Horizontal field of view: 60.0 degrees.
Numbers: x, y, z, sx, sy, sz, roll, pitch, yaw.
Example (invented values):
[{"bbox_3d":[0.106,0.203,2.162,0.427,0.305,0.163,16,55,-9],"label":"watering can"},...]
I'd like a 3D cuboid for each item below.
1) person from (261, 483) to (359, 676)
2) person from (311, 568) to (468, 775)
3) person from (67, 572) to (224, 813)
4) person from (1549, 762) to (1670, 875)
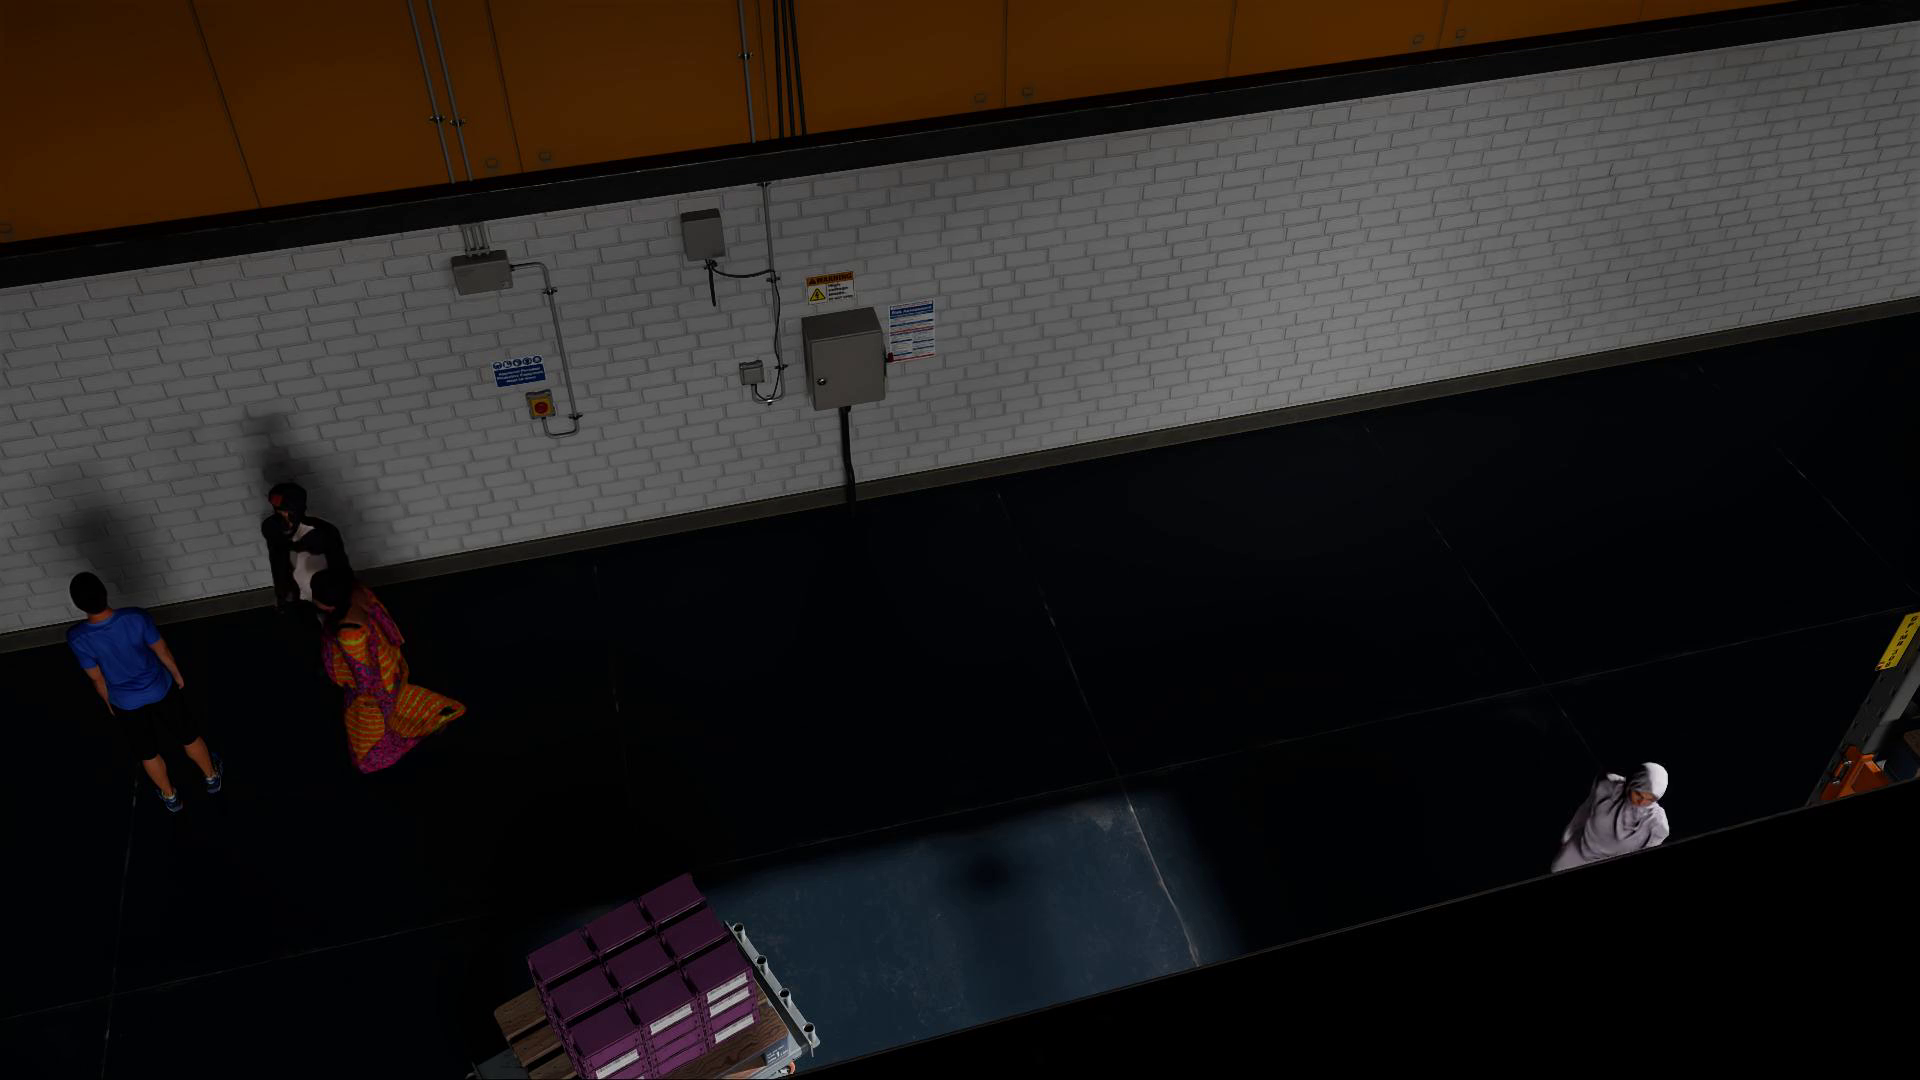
[{"bbox_3d":[-3.975,0.311,10.405,0.944,1.870,0.951,23,48,22],"label":"person"},{"bbox_3d":[-3.531,0.763,10.087,0.741,1.653,0.960,-6,44,-7],"label":"person"},{"bbox_3d":[-4.820,0.893,9.793,0.674,1.870,0.659,-24,48,-23],"label":"person"},{"bbox_3d":[3.520,1.705,9.024,0.815,1.757,0.692,-22,48,-22],"label":"person"}]
